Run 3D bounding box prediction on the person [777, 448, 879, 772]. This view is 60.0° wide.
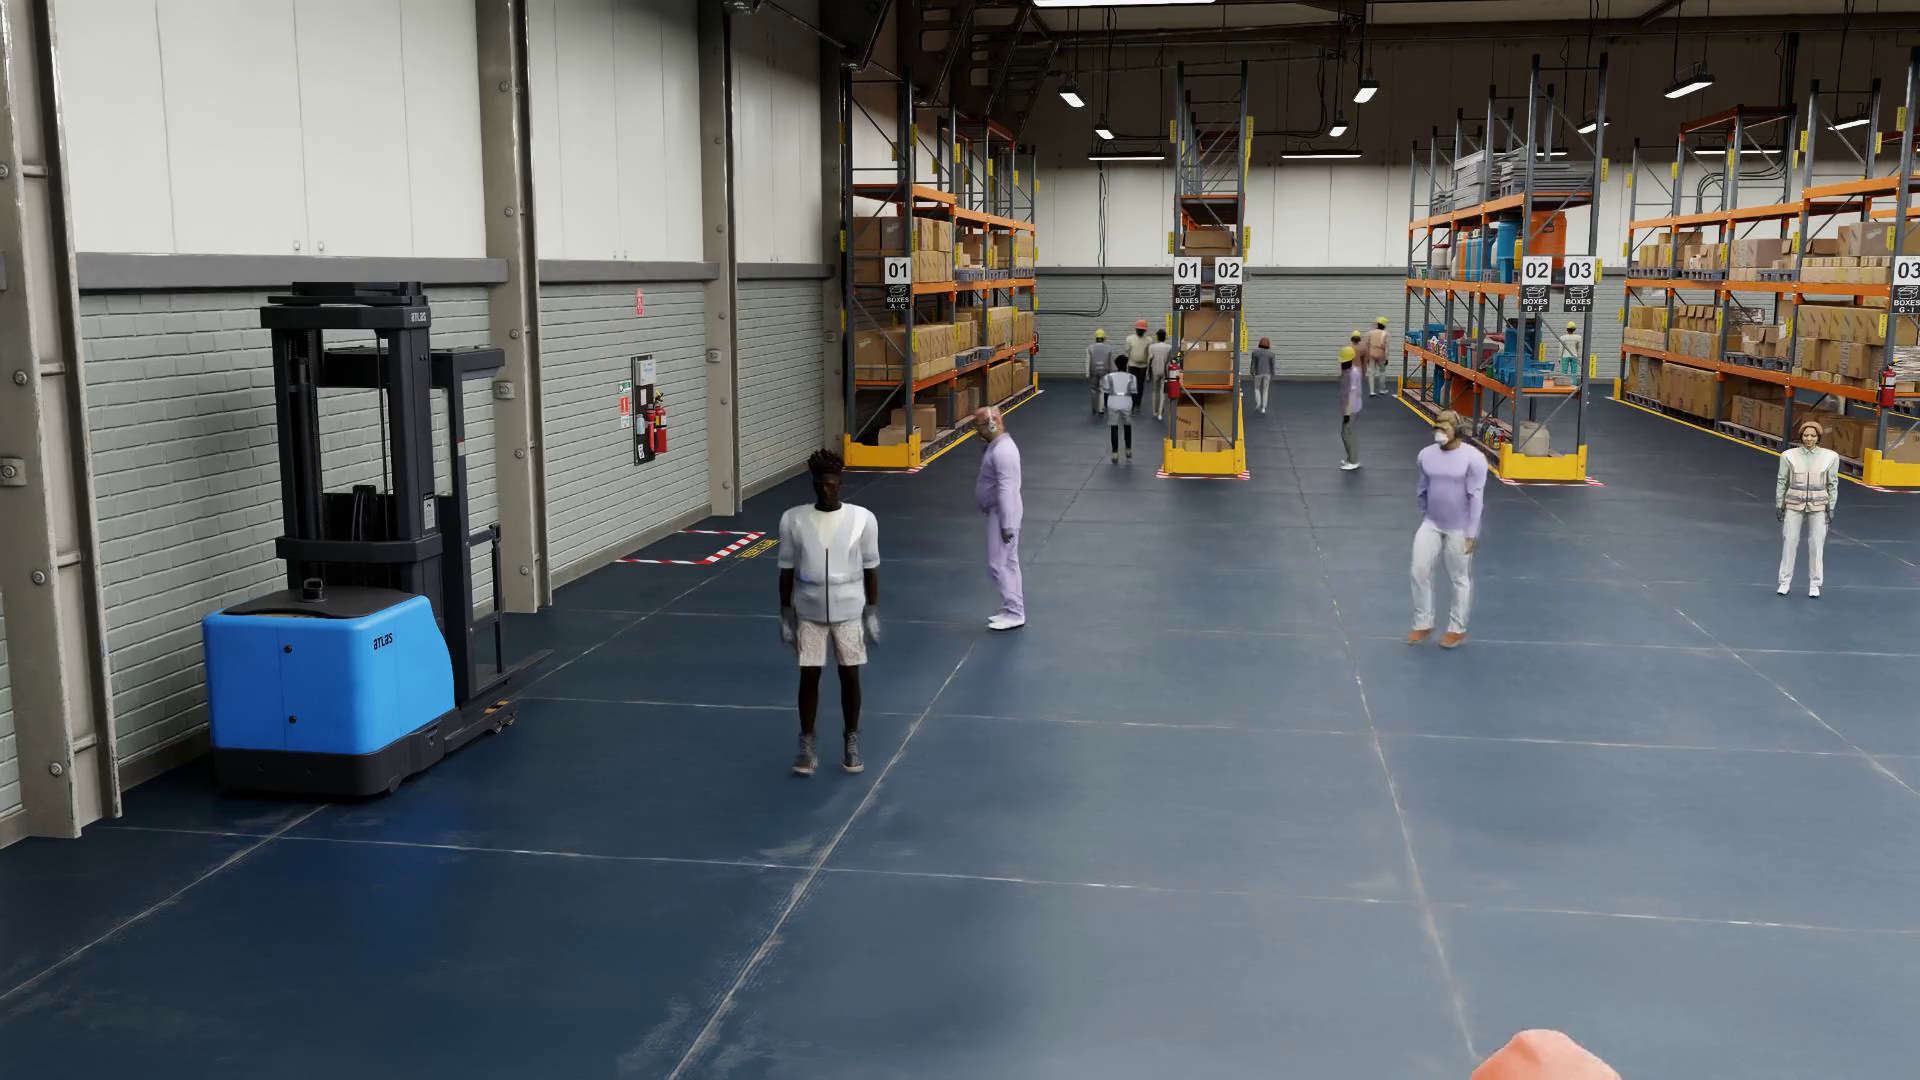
[{"bbox_3d":[-0.790,0.423,9.987,0.612,1.963,0.361,0,9,-1],"label":"person"}]

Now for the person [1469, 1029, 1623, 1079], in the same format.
[{"bbox_3d":[0.810,1.641,2.369,0.613,2.003,0.944,2,9,10],"label":"person"}]

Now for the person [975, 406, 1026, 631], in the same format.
[{"bbox_3d":[0.343,-0.190,14.043,0.426,1.885,0.680,1,9,3],"label":"person"}]

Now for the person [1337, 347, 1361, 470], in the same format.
[{"bbox_3d":[5.884,-2.004,25.244,0.401,1.873,0.753,2,9,11],"label":"person"}]

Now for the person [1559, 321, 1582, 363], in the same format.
[{"bbox_3d":[14.887,-4.443,40.604,0.527,1.772,0.301,2,9,10],"label":"person"}]

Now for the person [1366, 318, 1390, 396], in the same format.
[{"bbox_3d":[10.128,-4.427,40.175,0.617,1.865,0.896,7,11,37],"label":"person"}]

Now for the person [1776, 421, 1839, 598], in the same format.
[{"bbox_3d":[7.836,-0.289,15.414,0.509,1.629,0.316,5,10,27],"label":"person"}]

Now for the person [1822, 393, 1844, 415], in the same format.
[{"bbox_3d":[16.532,-2.967,31.375,0.492,1.808,0.985,2,9,10],"label":"person"}]

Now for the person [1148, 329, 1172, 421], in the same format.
[{"bbox_3d":[4.080,-3.344,33.671,0.514,1.816,0.992,2,9,11],"label":"person"}]

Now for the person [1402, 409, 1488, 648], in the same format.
[{"bbox_3d":[3.833,-0.072,13.200,0.693,1.916,0.635,-9,13,-44],"label":"person"}]

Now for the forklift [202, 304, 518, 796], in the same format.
[{"bbox_3d":[-3.673,-0.038,10.147,1.129,2.768,1.873,1,9,9],"label":"forklift"}]

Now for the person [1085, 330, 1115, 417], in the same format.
[{"bbox_3d":[2.898,-3.458,34.471,0.615,1.782,0.947,0,9,3],"label":"person"}]

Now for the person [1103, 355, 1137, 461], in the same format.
[{"bbox_3d":[2.545,-2.107,26.492,0.549,1.668,0.694,1,9,5],"label":"person"}]

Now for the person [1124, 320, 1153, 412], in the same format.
[{"bbox_3d":[3.825,-3.716,35.528,0.646,1.960,0.691,0,9,-1],"label":"person"}]

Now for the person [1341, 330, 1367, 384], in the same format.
[{"bbox_3d":[8.321,-3.547,35.129,0.543,1.749,0.393,0,9,2],"label":"person"}]

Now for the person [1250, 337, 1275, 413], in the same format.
[{"bbox_3d":[6.418,-3.500,35.264,0.526,1.611,0.470,1,9,6],"label":"person"}]

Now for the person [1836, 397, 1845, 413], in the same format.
[{"bbox_3d":[18.113,-3.397,33.837,0.595,1.867,0.417,1,9,9],"label":"person"}]
